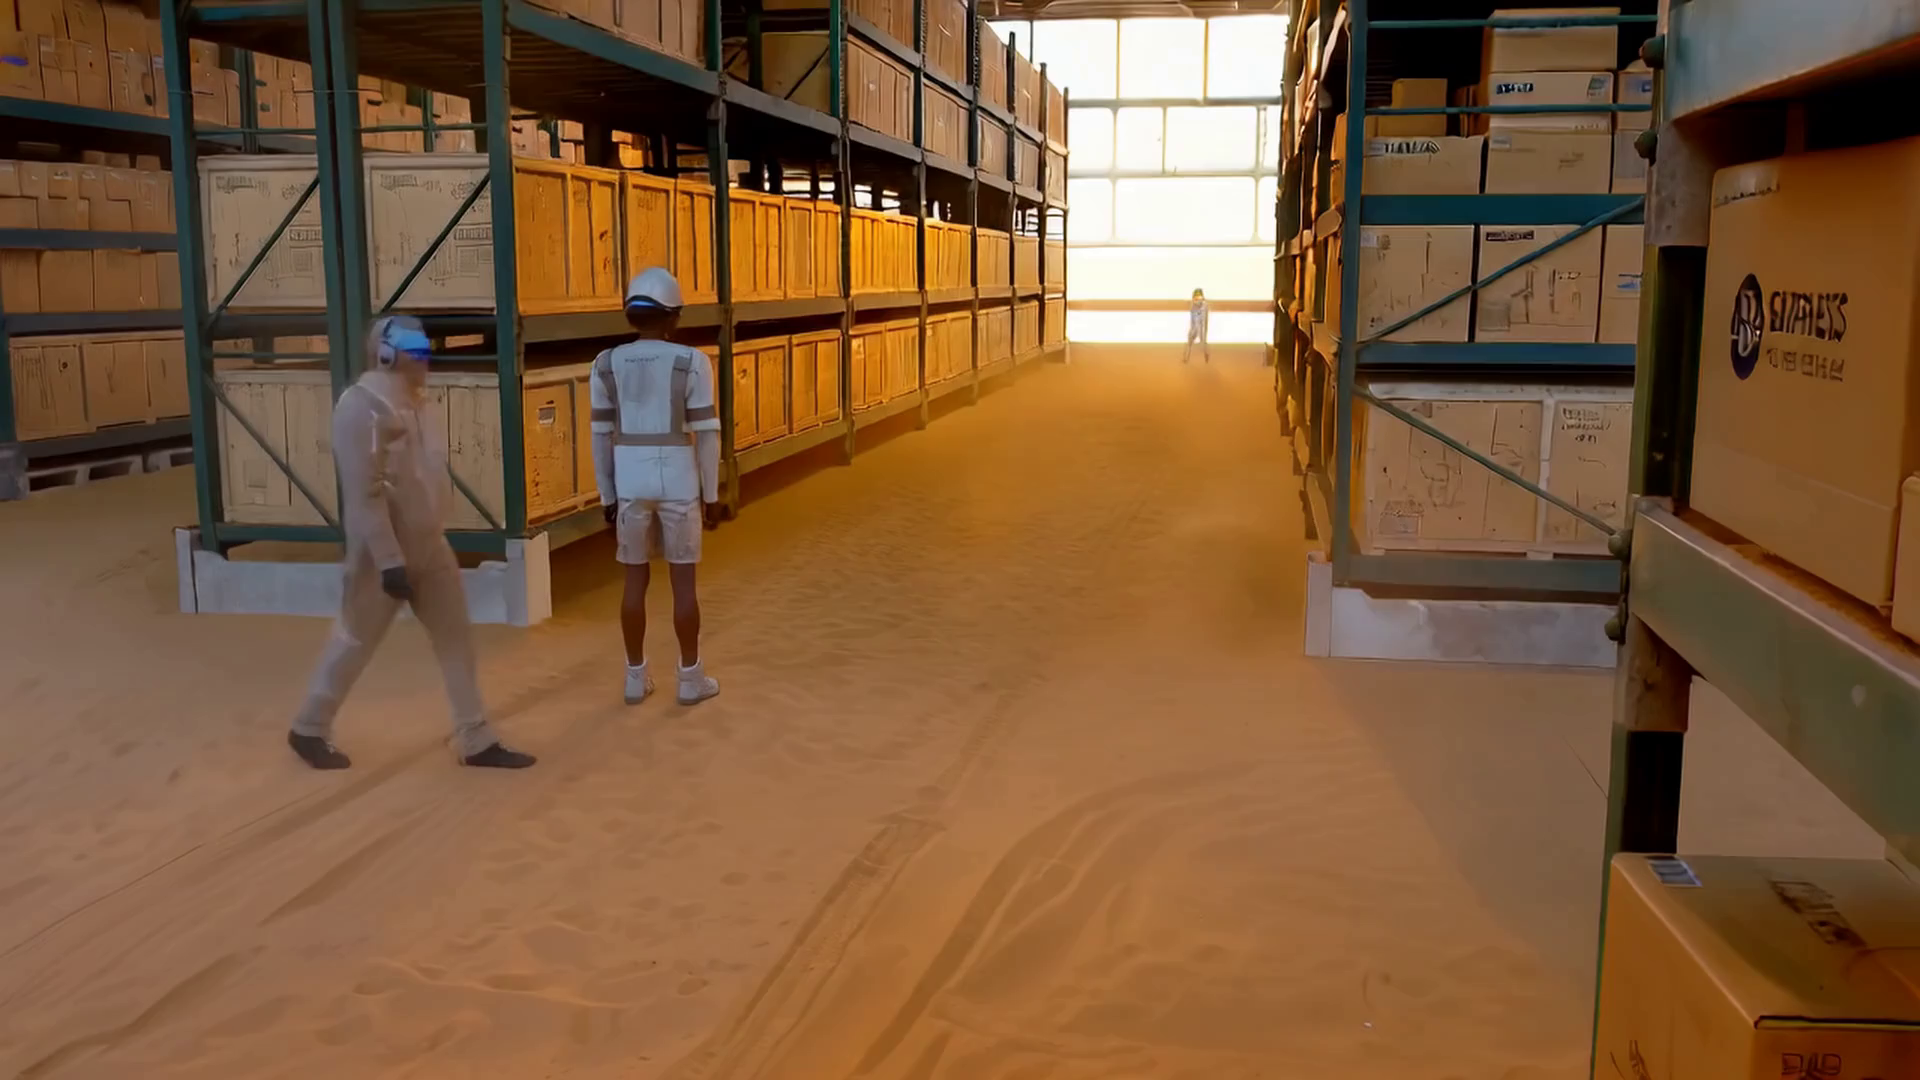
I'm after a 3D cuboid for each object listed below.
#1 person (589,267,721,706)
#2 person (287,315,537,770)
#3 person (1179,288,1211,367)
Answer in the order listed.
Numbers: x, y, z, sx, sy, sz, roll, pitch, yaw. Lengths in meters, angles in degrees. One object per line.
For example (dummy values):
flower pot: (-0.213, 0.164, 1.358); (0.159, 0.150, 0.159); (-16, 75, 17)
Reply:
person: (-1.406, -0.241, 7.767); (0.605, 2.045, 0.378); (1, 9, 9)
person: (-2.287, 0.028, 6.685); (0.993, 1.862, 0.641); (2, 9, 15)
person: (5.090, -4.548, 35.596); (0.917, 1.686, 0.487); (-9, 13, -44)
